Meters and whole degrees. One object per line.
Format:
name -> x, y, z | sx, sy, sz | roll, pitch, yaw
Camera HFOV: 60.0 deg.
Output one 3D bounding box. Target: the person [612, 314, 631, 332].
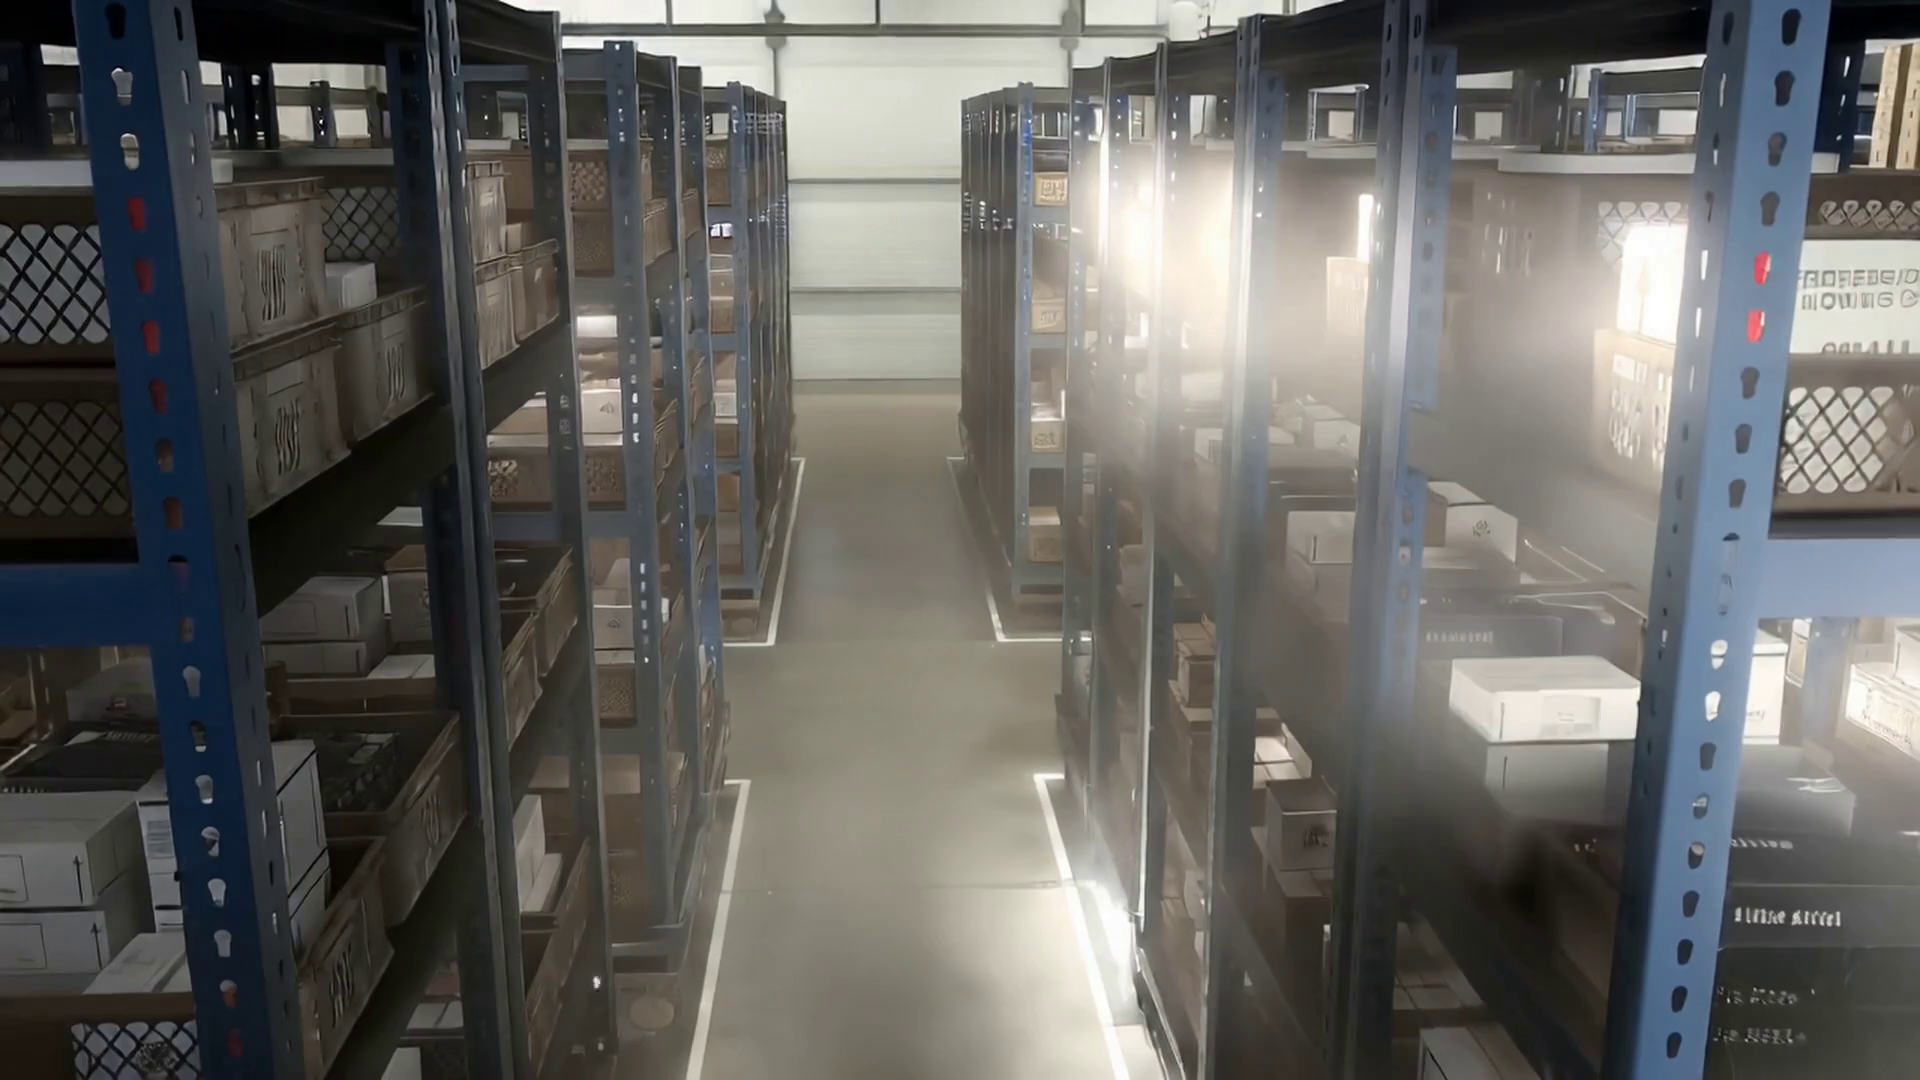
person -> -3.034, -1.425, 15.792 | 0.580, 1.805, 0.772 | 1, 14, 3
